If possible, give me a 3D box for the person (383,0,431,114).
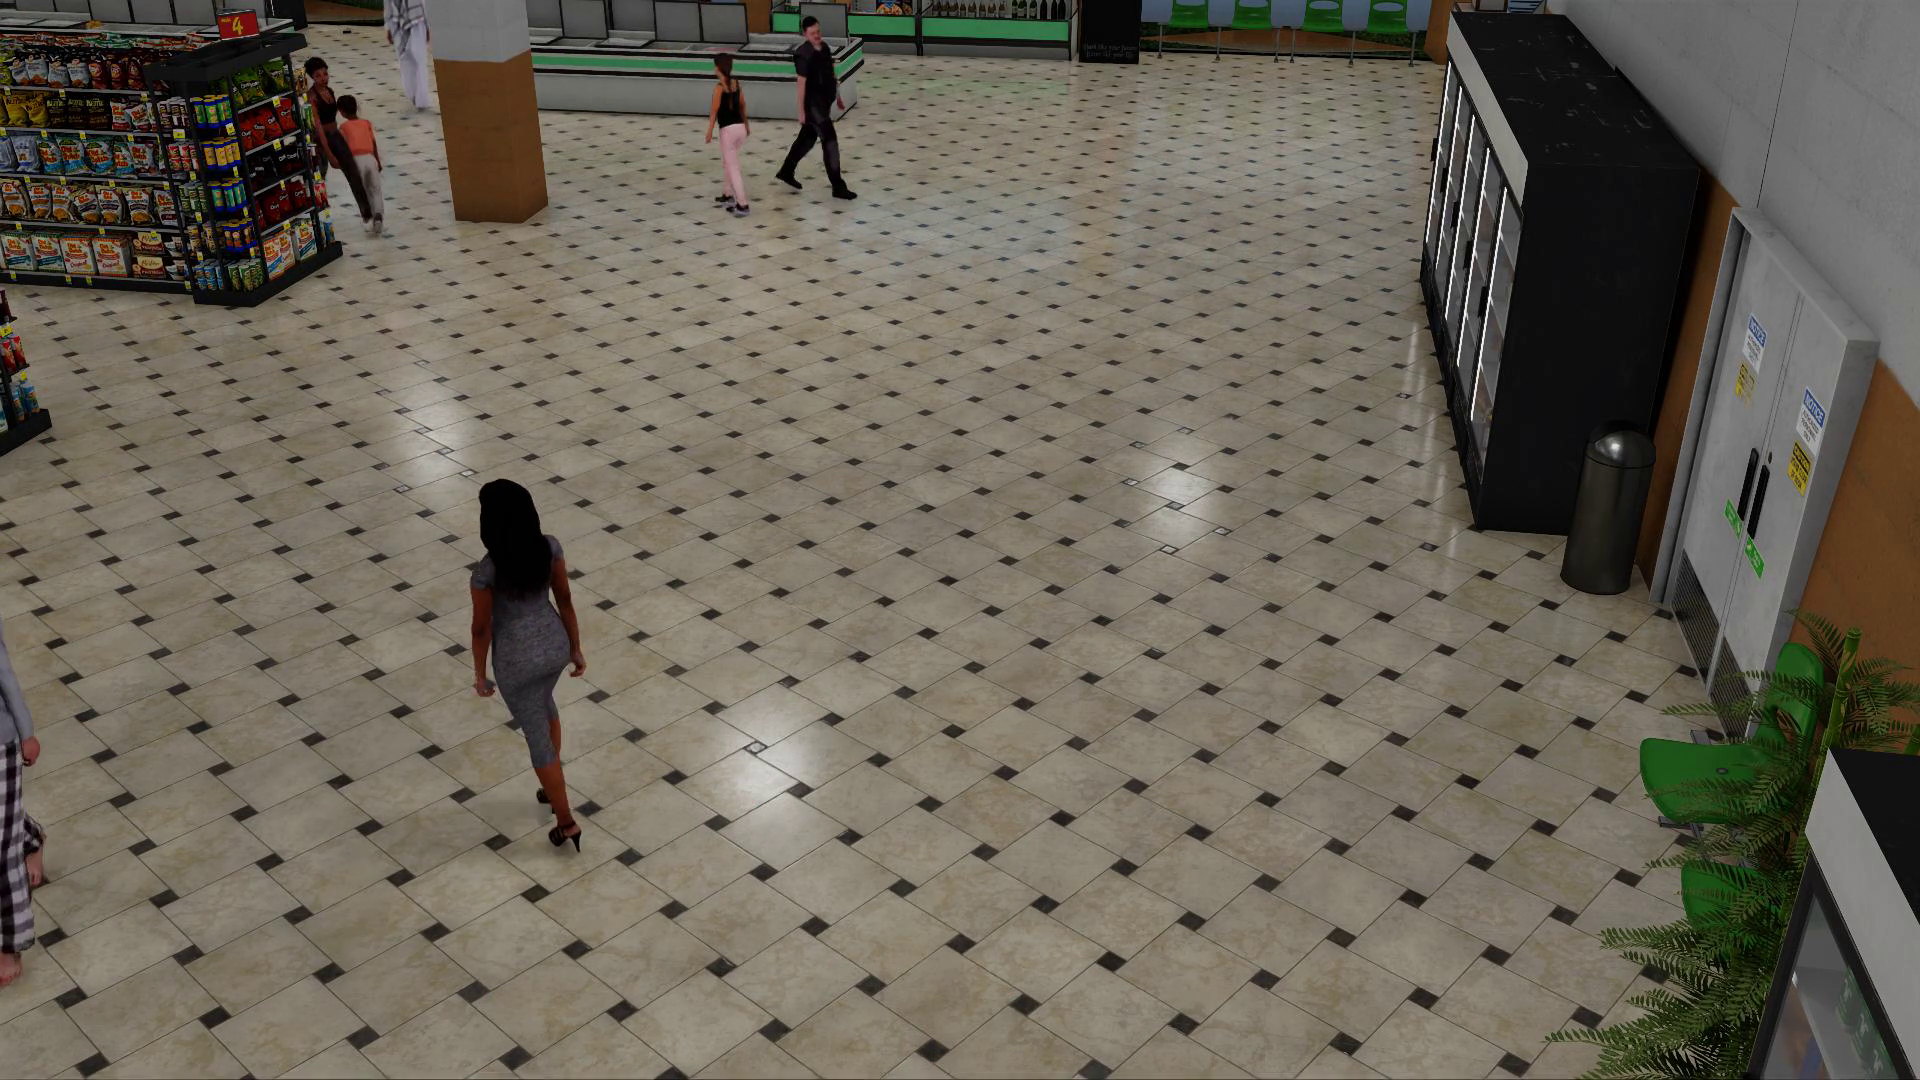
[{"bbox_3d":[-6.754,-6.192,20.336,0.904,1.909,0.922,-4,27,-7],"label":"person"}]

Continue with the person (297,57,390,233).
[{"bbox_3d":[-6.032,-3.666,15.639,1.196,1.652,0.678,8,28,14],"label":"person"}]

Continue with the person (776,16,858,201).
[{"bbox_3d":[-1.533,-4.368,16.860,1.226,1.799,0.869,7,28,13],"label":"person"}]

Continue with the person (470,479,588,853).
[{"bbox_3d":[-1.776,0.586,7.129,0.863,1.766,0.796,24,35,38],"label":"person"}]

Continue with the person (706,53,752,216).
[{"bbox_3d":[-2.199,-3.987,16.399,0.901,1.537,0.814,16,31,28],"label":"person"}]

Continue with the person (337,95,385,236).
[{"bbox_3d":[-5.664,-3.558,15.827,0.854,1.290,0.899,-15,30,-27],"label":"person"}]

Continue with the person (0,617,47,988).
[{"bbox_3d":[-3.966,0.793,6.682,1.196,1.801,1.024,-6,28,-12],"label":"person"}]
